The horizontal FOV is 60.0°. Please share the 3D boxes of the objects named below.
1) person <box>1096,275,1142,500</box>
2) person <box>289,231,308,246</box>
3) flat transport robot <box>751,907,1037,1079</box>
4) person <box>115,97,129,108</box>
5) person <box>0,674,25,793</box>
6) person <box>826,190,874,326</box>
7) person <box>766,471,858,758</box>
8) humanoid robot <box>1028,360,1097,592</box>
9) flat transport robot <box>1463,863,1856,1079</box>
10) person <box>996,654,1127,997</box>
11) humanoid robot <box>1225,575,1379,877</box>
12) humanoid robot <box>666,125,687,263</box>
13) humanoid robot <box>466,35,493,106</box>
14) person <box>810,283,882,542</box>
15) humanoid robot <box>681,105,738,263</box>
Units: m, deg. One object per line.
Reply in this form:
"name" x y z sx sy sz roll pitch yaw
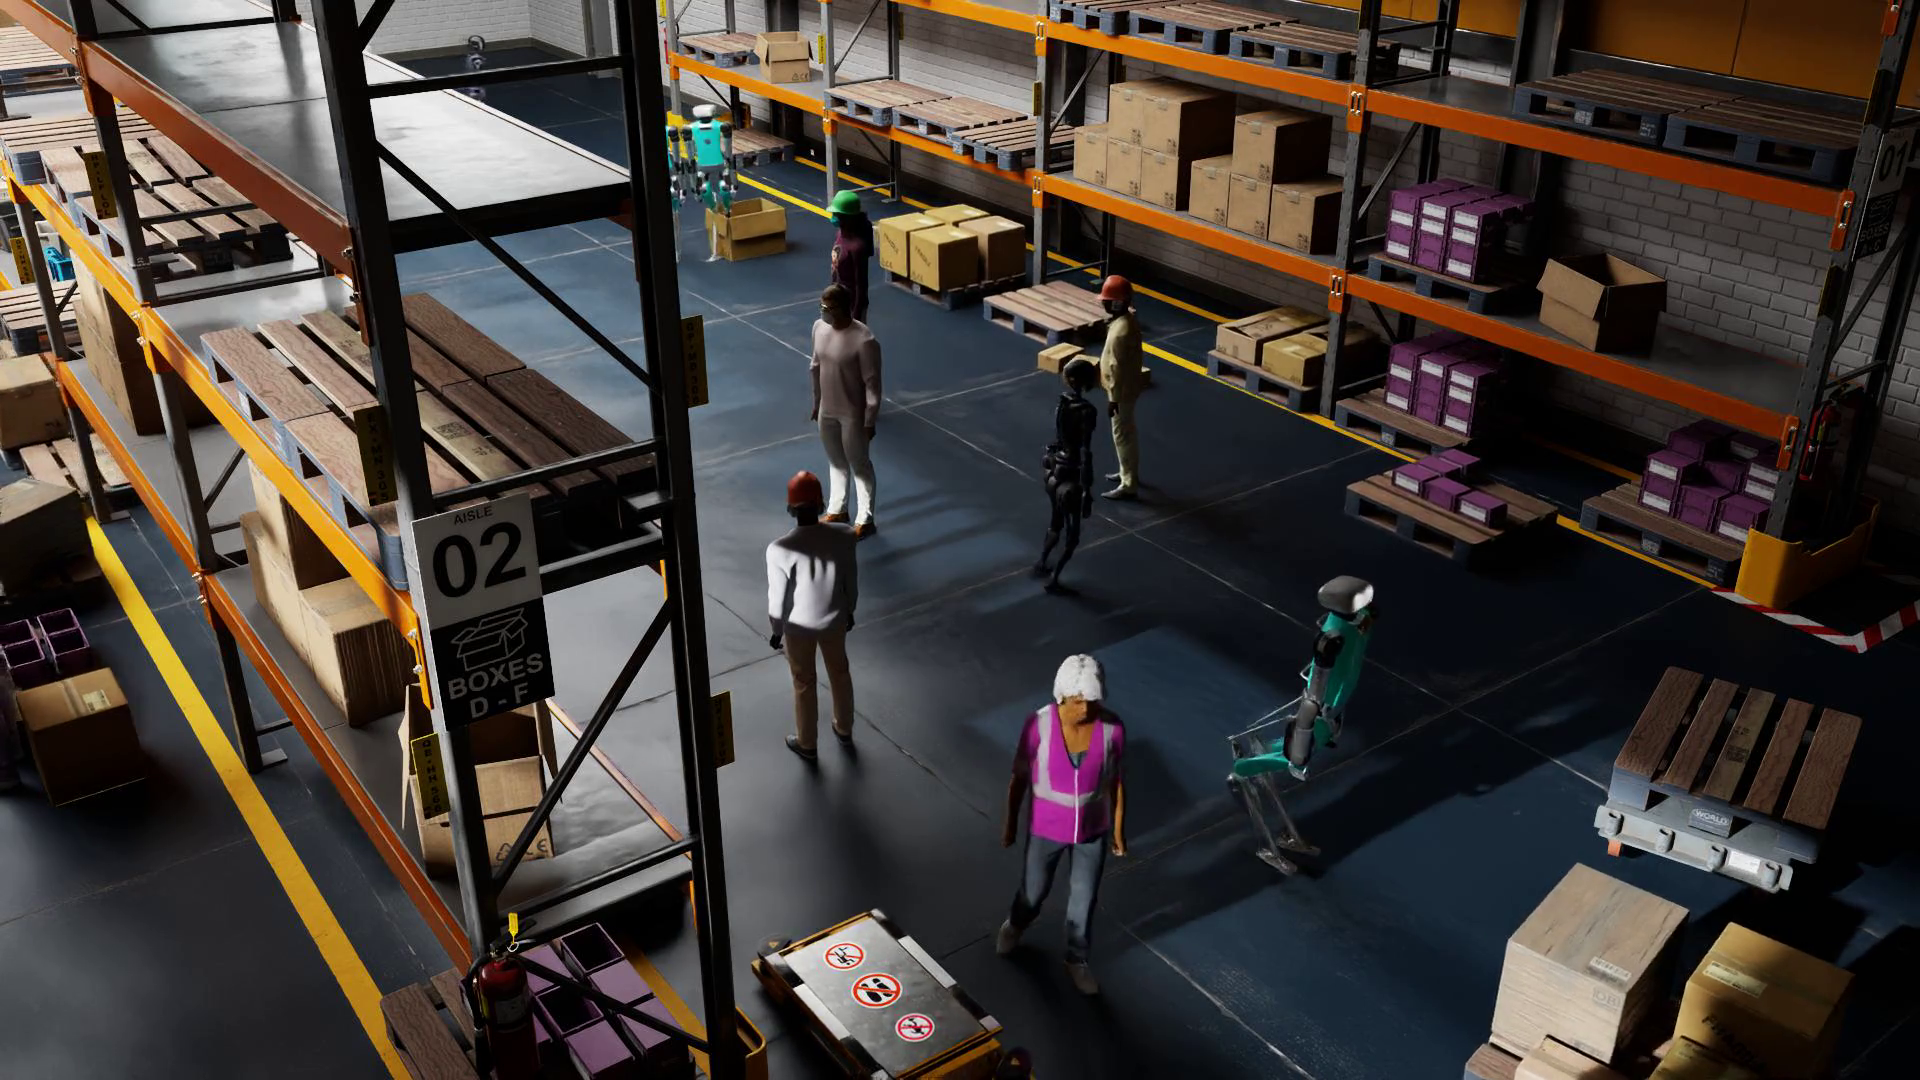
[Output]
"person" 1.200 -1.165 12.674 0.389 1.737 0.574 5 27 9
"person" -6.353 -2.657 15.761 0.287 1.629 0.498 13 30 24
"flat transport robot" -0.328 2.191 7.628 0.659 0.231 1.431 -18 32 -31
"person" -10.563 -5.444 20.897 0.375 1.995 0.610 -11 29 -21
"person" -5.528 0.528 9.114 0.410 1.909 0.639 -9 28 -18
"person" -0.919 -2.007 14.106 0.418 1.955 0.489 -13 30 -24
"person" -0.846 0.427 9.486 0.561 1.748 0.337 -15 31 -28
"humanoid robot" 0.716 -0.439 11.295 0.392 1.631 0.590 -9 28 -17
"flat transport robot" 2.836 2.504 7.006 0.659 0.231 1.431 22 34 36
"person" 0.481 1.273 7.735 0.550 1.842 0.525 -4 27 -7
"humanoid robot" 1.663 0.900 8.443 0.741 1.689 0.532 18 32 32
"humanoid robot" -3.236 -3.774 17.886 0.573 1.776 0.894 -6 27 -12
"humanoid robot" -6.306 -5.872 22.123 0.670 1.632 0.611 -8 28 -16
"person" -0.828 -0.923 11.967 0.634 1.937 0.352 22 34 37
"humanoid robot" -2.680 -3.887 18.076 0.551 1.774 0.771 -3 27 -5
